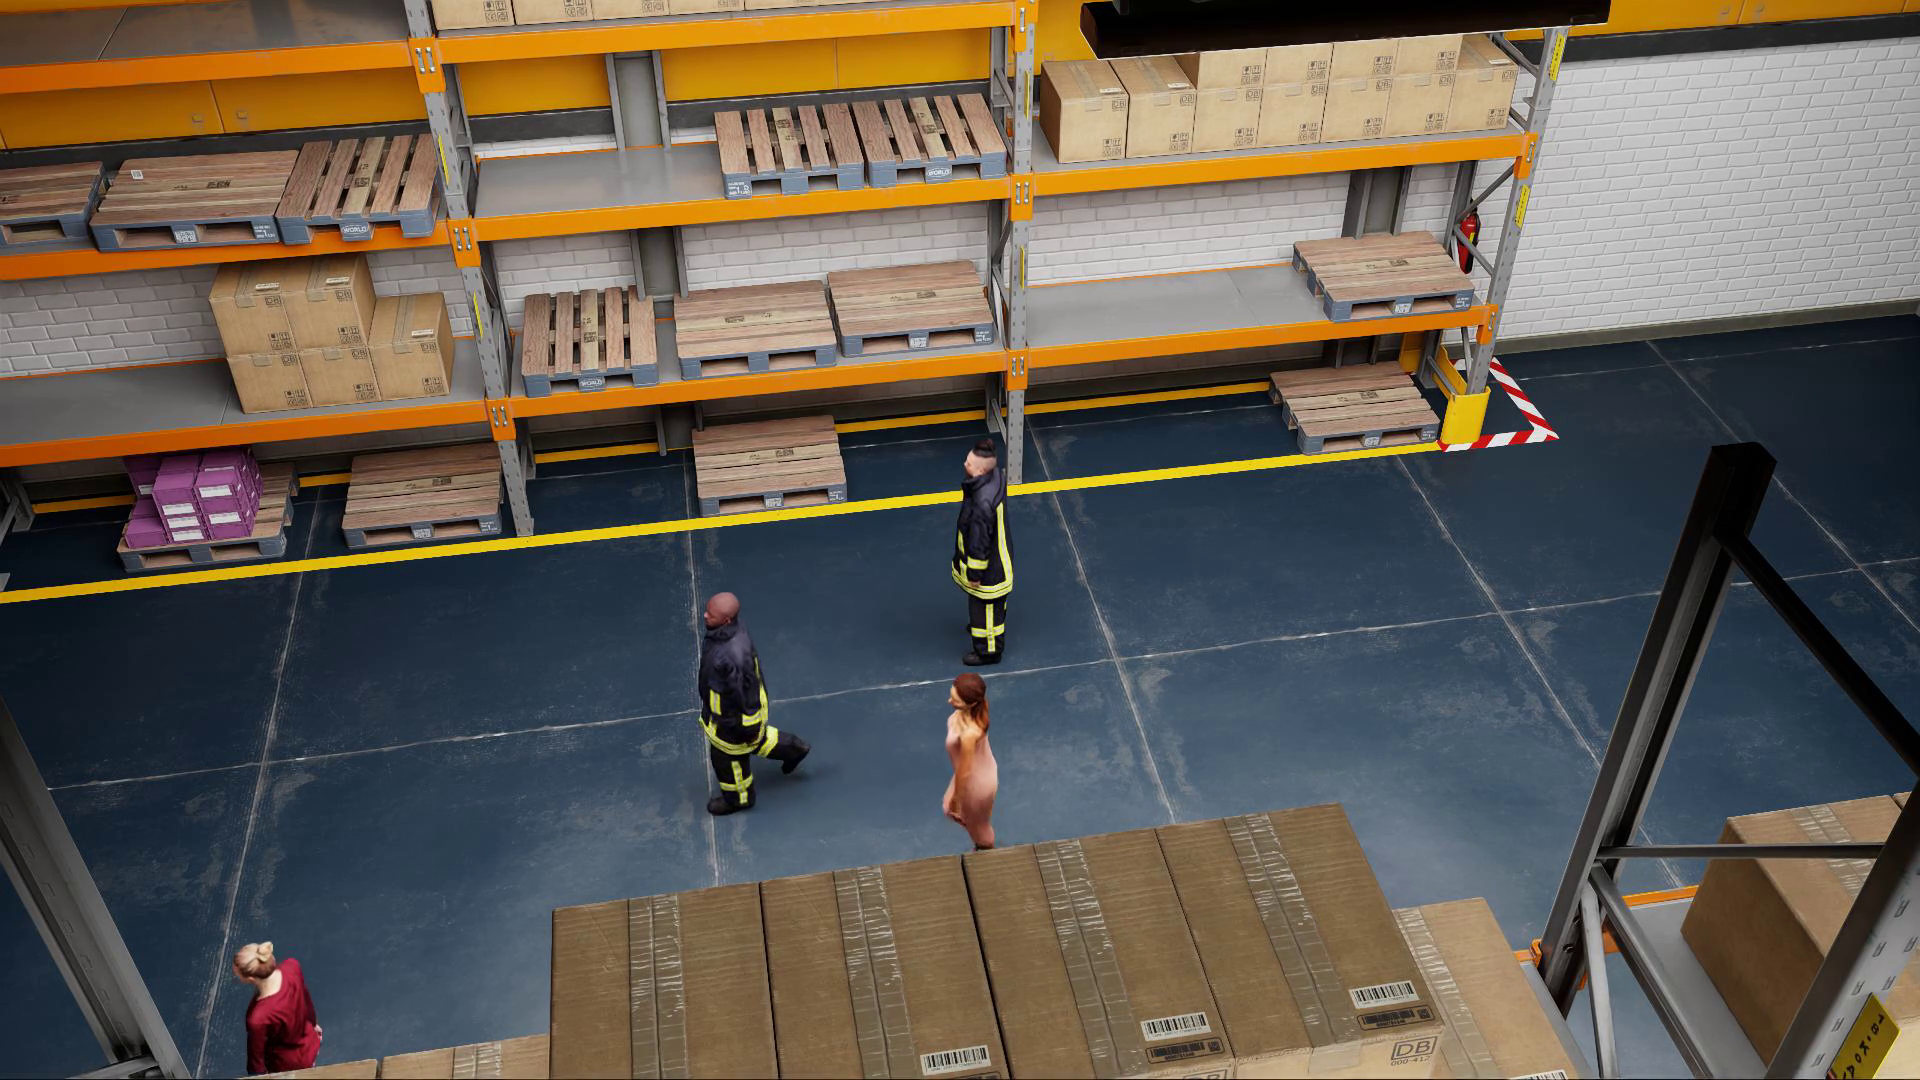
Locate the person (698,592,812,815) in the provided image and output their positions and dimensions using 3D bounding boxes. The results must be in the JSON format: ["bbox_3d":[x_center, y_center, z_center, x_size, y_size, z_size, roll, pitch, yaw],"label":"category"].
[{"bbox_3d":[-1.356,1.002,10.579,0.982,1.807,0.769,-10,40,-12],"label":"person"}]

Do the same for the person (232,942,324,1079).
[{"bbox_3d":[-3.375,2.658,8.598,0.653,1.691,0.681,0,39,0],"label":"person"}]

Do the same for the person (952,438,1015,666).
[{"bbox_3d":[0.187,0.063,11.714,0.789,1.859,0.818,4,39,5],"label":"person"}]

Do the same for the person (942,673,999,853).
[{"bbox_3d":[0.181,1.455,10.008,0.682,1.811,0.694,5,39,6],"label":"person"}]
